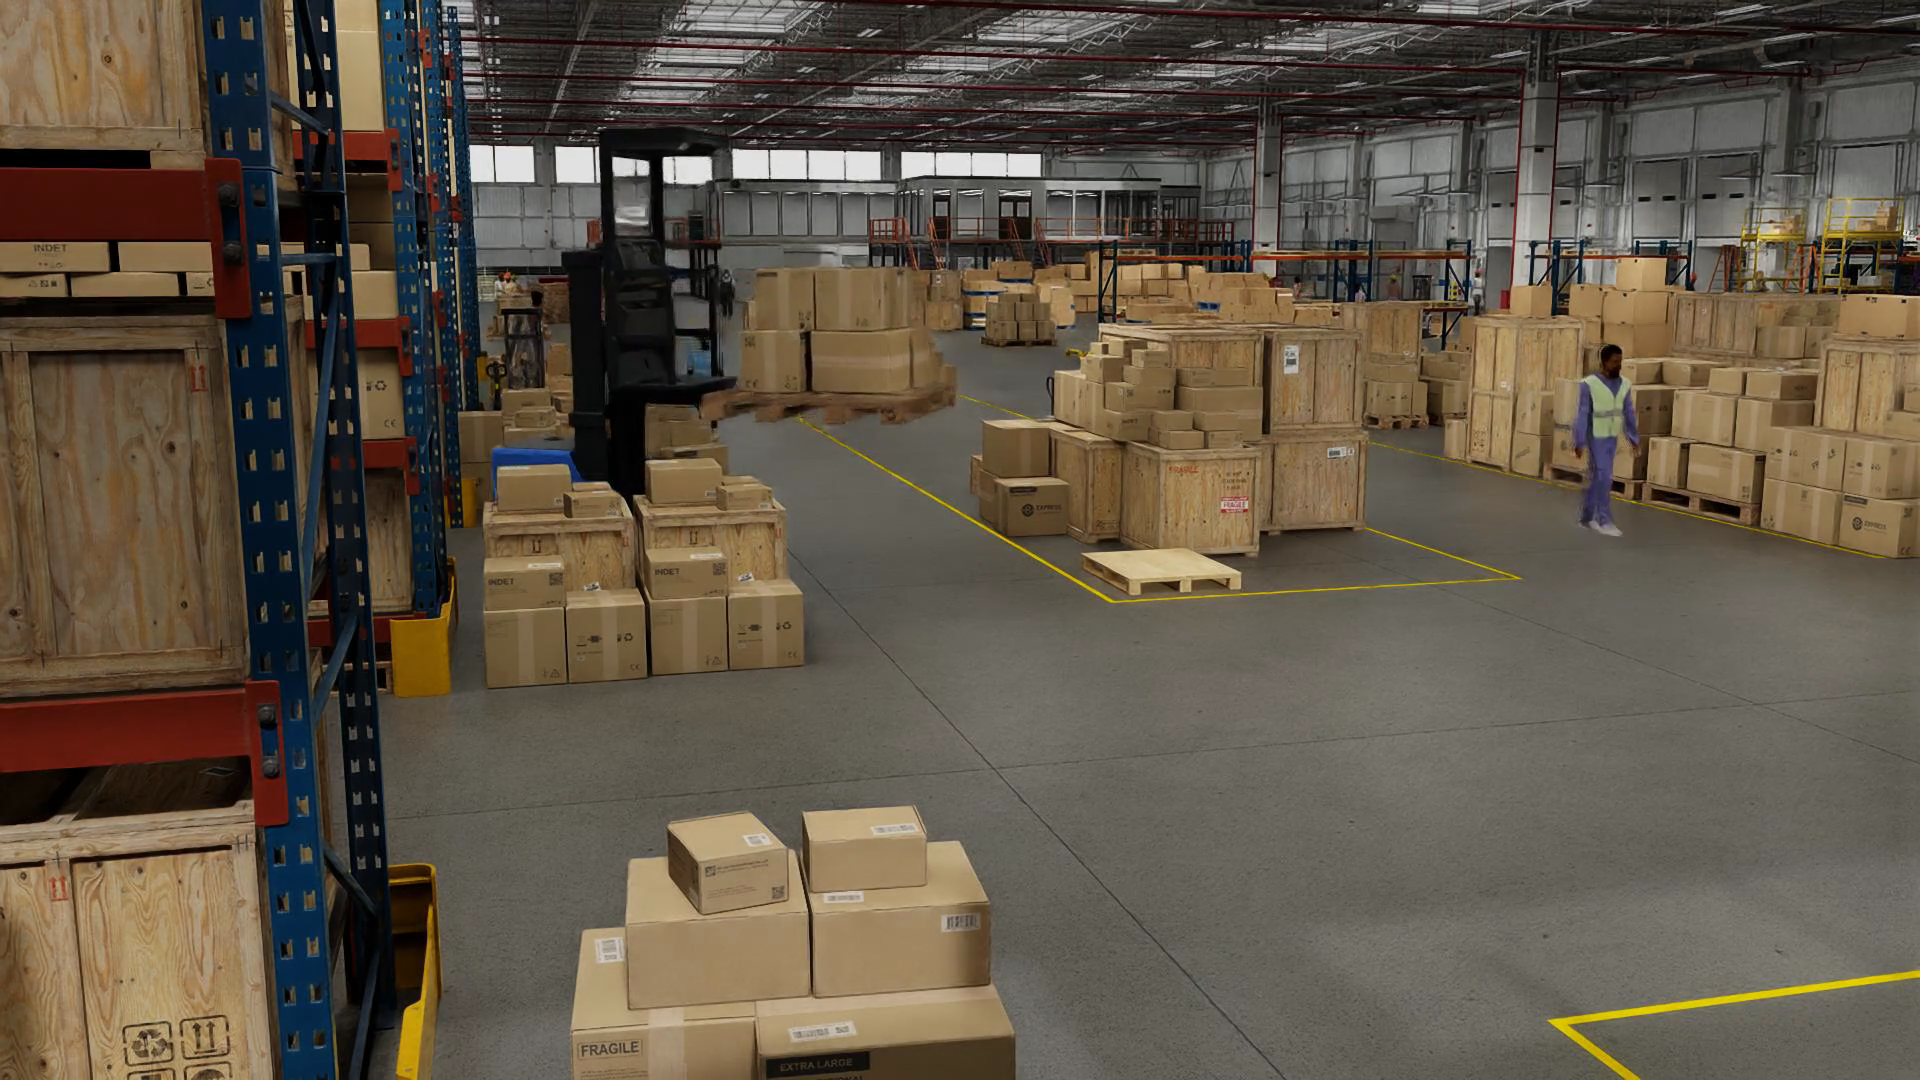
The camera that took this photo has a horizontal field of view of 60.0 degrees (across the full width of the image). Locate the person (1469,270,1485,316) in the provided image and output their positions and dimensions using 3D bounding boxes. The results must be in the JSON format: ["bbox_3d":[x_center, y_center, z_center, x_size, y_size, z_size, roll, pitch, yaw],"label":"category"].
[{"bbox_3d":[21.205,-10.109,68.243,0.561,1.880,0.999,0,10,1],"label":"person"}]

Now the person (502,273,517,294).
[{"bbox_3d":[-16.050,-8.539,59.193,0.544,1.939,0.372,1,10,8],"label":"person"}]

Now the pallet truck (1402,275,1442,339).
[{"bbox_3d":[14.620,-7.324,52.145,0.823,1.965,1.885,8,13,40],"label":"pallet truck"}]

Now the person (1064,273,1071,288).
[{"bbox_3d":[3.985,-9.344,64.000,0.539,1.854,0.528,-1,10,-7],"label":"person"}]

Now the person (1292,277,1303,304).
[{"bbox_3d":[13.740,-9.873,67.557,0.878,1.653,0.539,-4,11,-22],"label":"person"}]

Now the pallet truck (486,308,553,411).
[{"bbox_3d":[-6.242,-2.418,24.362,0.823,1.965,1.885,1,10,3],"label":"pallet truck"}]

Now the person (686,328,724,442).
[{"bbox_3d":[-3.712,-2.235,24.221,0.542,1.681,0.455,0,10,-2],"label":"person"}]

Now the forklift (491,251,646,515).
[{"bbox_3d":[-3.172,-1.192,14.925,1.873,2.768,1.129,2,10,13],"label":"forklift"}]

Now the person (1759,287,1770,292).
[{"bbox_3d":[18.925,-5.031,39.391,0.388,1.927,0.645,5,11,24],"label":"person"}]

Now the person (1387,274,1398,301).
[{"bbox_3d":[17.282,-9.749,66.559,0.538,1.747,0.616,-4,11,-23],"label":"person"}]

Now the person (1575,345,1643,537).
[{"bbox_3d":[6.496,-0.987,16.580,0.609,1.890,0.829,-5,11,-26],"label":"person"}]

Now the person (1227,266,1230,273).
[{"bbox_3d":[12.673,-12.034,78.948,0.605,1.951,0.380,3,10,15],"label":"person"}]

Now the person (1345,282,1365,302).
[{"bbox_3d":[11.512,-6.593,48.447,0.625,1.845,0.429,-2,10,-9],"label":"person"}]

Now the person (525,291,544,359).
[{"bbox_3d":[-9.067,-4.290,35.152,0.641,1.944,0.632,-9,13,-40],"label":"person"}]

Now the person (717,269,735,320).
[{"bbox_3d":[-9.202,-9.709,65.530,0.691,2.000,1.003,-1,10,-4],"label":"person"}]

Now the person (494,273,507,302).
[{"bbox_3d":[-17.527,-9.275,63.655,0.600,1.829,0.980,-2,10,-10],"label":"person"}]

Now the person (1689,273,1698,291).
[{"bbox_3d":[23.965,-7.763,54.645,0.392,1.991,0.612,1,10,8],"label":"person"}]

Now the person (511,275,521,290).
[{"bbox_3d":[-18.174,-9.958,67.850,0.533,1.719,0.896,2,10,13],"label":"person"}]

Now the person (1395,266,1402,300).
[{"bbox_3d":[20.452,-11.766,77.402,0.732,1.957,0.633,3,10,16],"label":"person"}]
